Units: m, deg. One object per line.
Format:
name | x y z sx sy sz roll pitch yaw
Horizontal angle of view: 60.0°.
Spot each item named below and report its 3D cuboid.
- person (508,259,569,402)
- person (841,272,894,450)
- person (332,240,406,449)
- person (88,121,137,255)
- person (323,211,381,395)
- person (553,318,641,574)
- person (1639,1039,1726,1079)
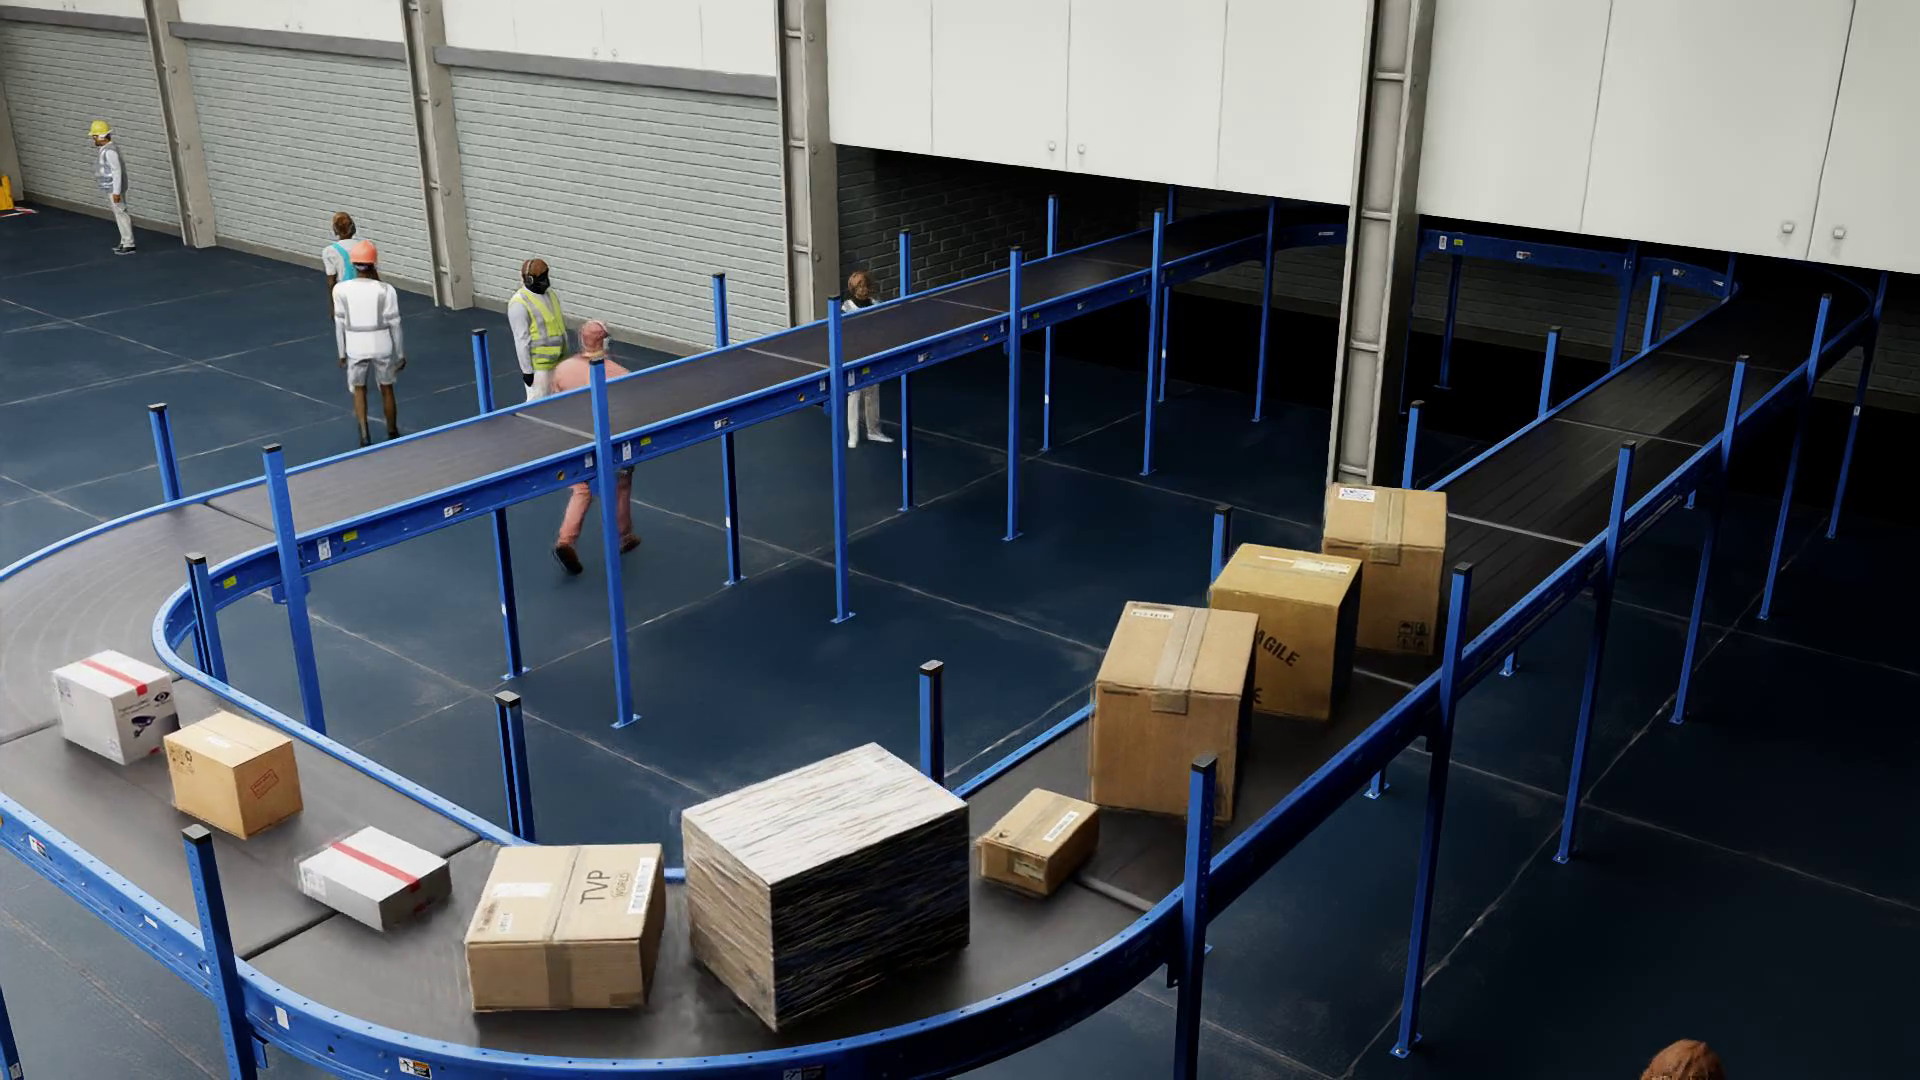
person | -3.663 -1.566 14.656 0.429 1.842 0.635 7 22 16
person | -0.883 -1.636 15.128 0.565 1.628 0.317 -20 29 -41
person | -5.291 -1.720 14.926 0.586 1.934 0.443 -4 22 -9
person | -11.790 -4.903 23.147 0.404 1.827 0.600 -12 24 -28
person | -6.064 -2.369 16.696 0.505 1.841 0.347 -11 24 -25
person | -2.746 -0.692 12.410 0.656 1.877 0.868 6 22 15
person | 2.177 2.258 5.242 0.335 1.621 0.500 -14 26 -32
